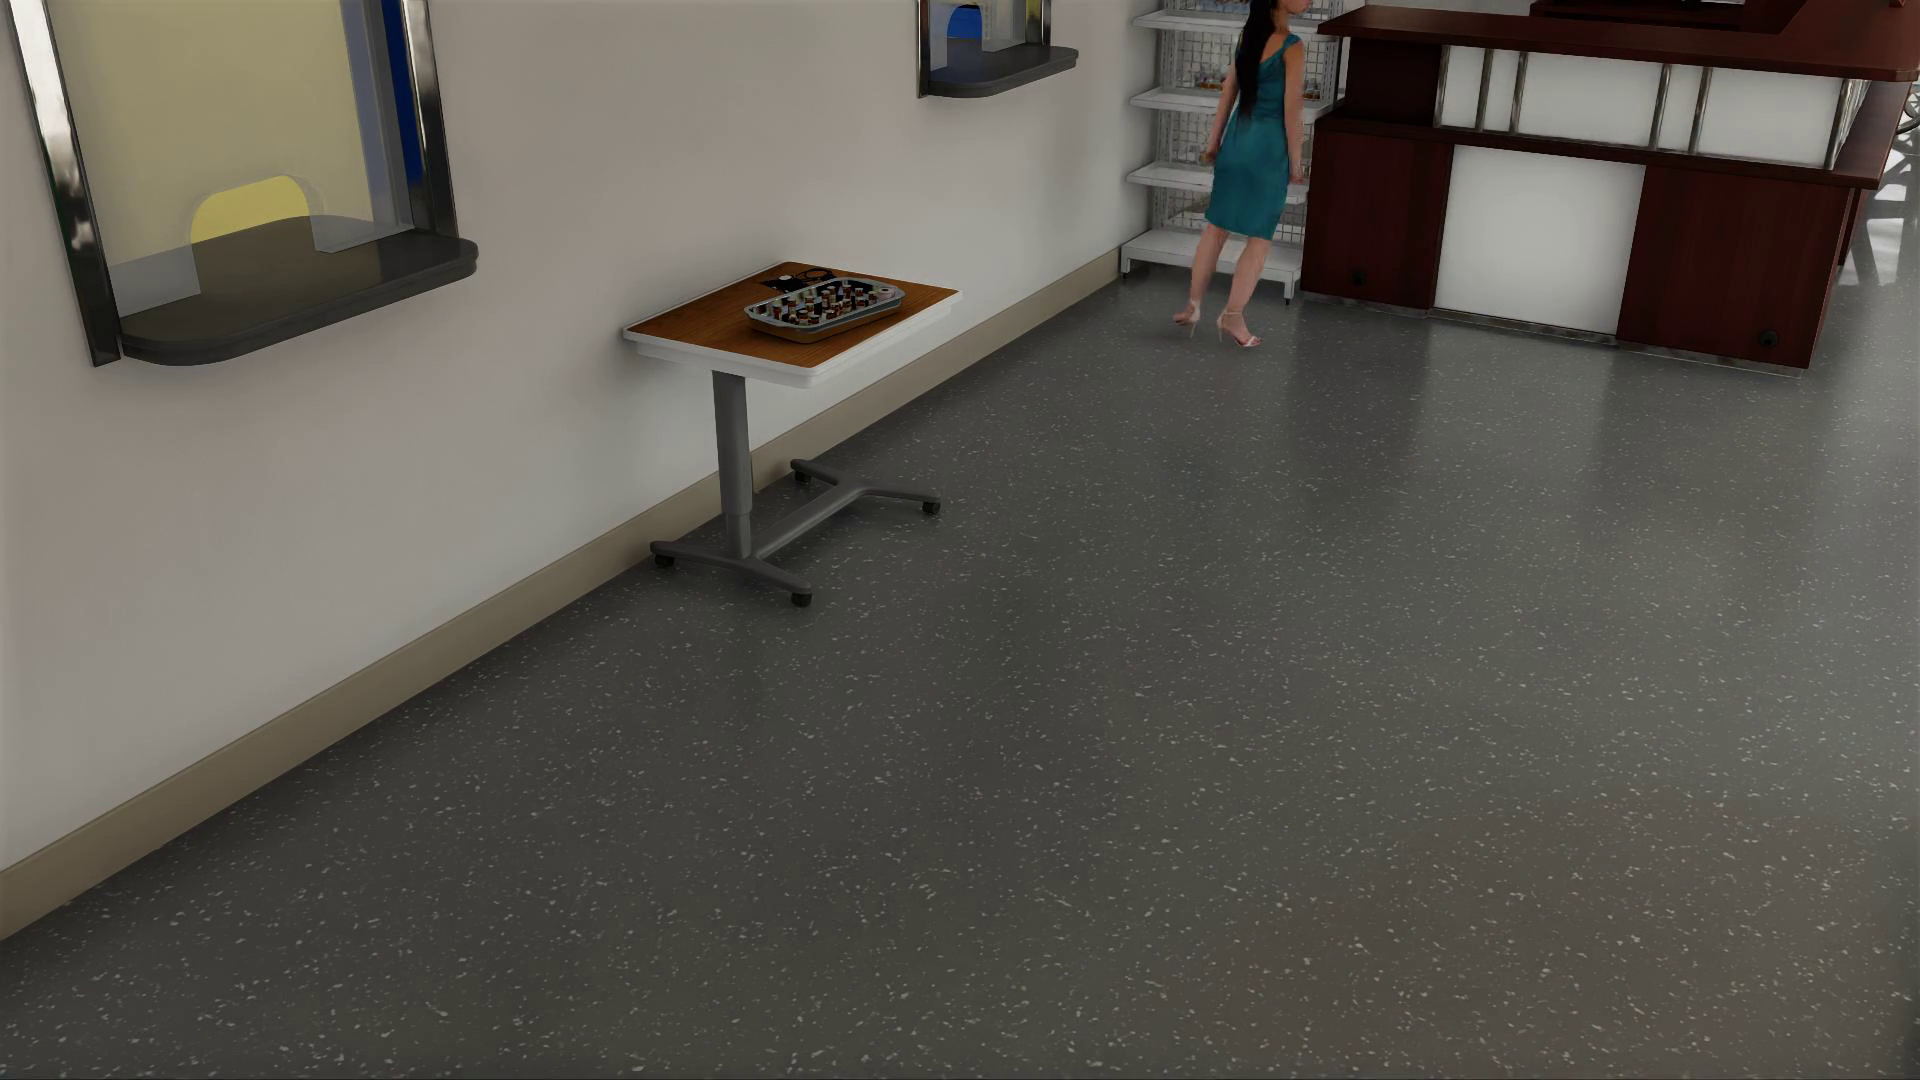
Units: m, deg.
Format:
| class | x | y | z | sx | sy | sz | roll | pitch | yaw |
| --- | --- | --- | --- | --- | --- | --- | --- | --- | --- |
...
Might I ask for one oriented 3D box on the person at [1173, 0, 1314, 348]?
| class | x | y | z | sx | sy | sz | roll | pitch | yaw |
| --- | --- | --- | --- | --- | --- | --- | --- | --- | --- |
| person | 1.212 | -1.653 | 7.212 | 0.637 | 1.679 | 0.835 | 22 | 33 | 37 |
